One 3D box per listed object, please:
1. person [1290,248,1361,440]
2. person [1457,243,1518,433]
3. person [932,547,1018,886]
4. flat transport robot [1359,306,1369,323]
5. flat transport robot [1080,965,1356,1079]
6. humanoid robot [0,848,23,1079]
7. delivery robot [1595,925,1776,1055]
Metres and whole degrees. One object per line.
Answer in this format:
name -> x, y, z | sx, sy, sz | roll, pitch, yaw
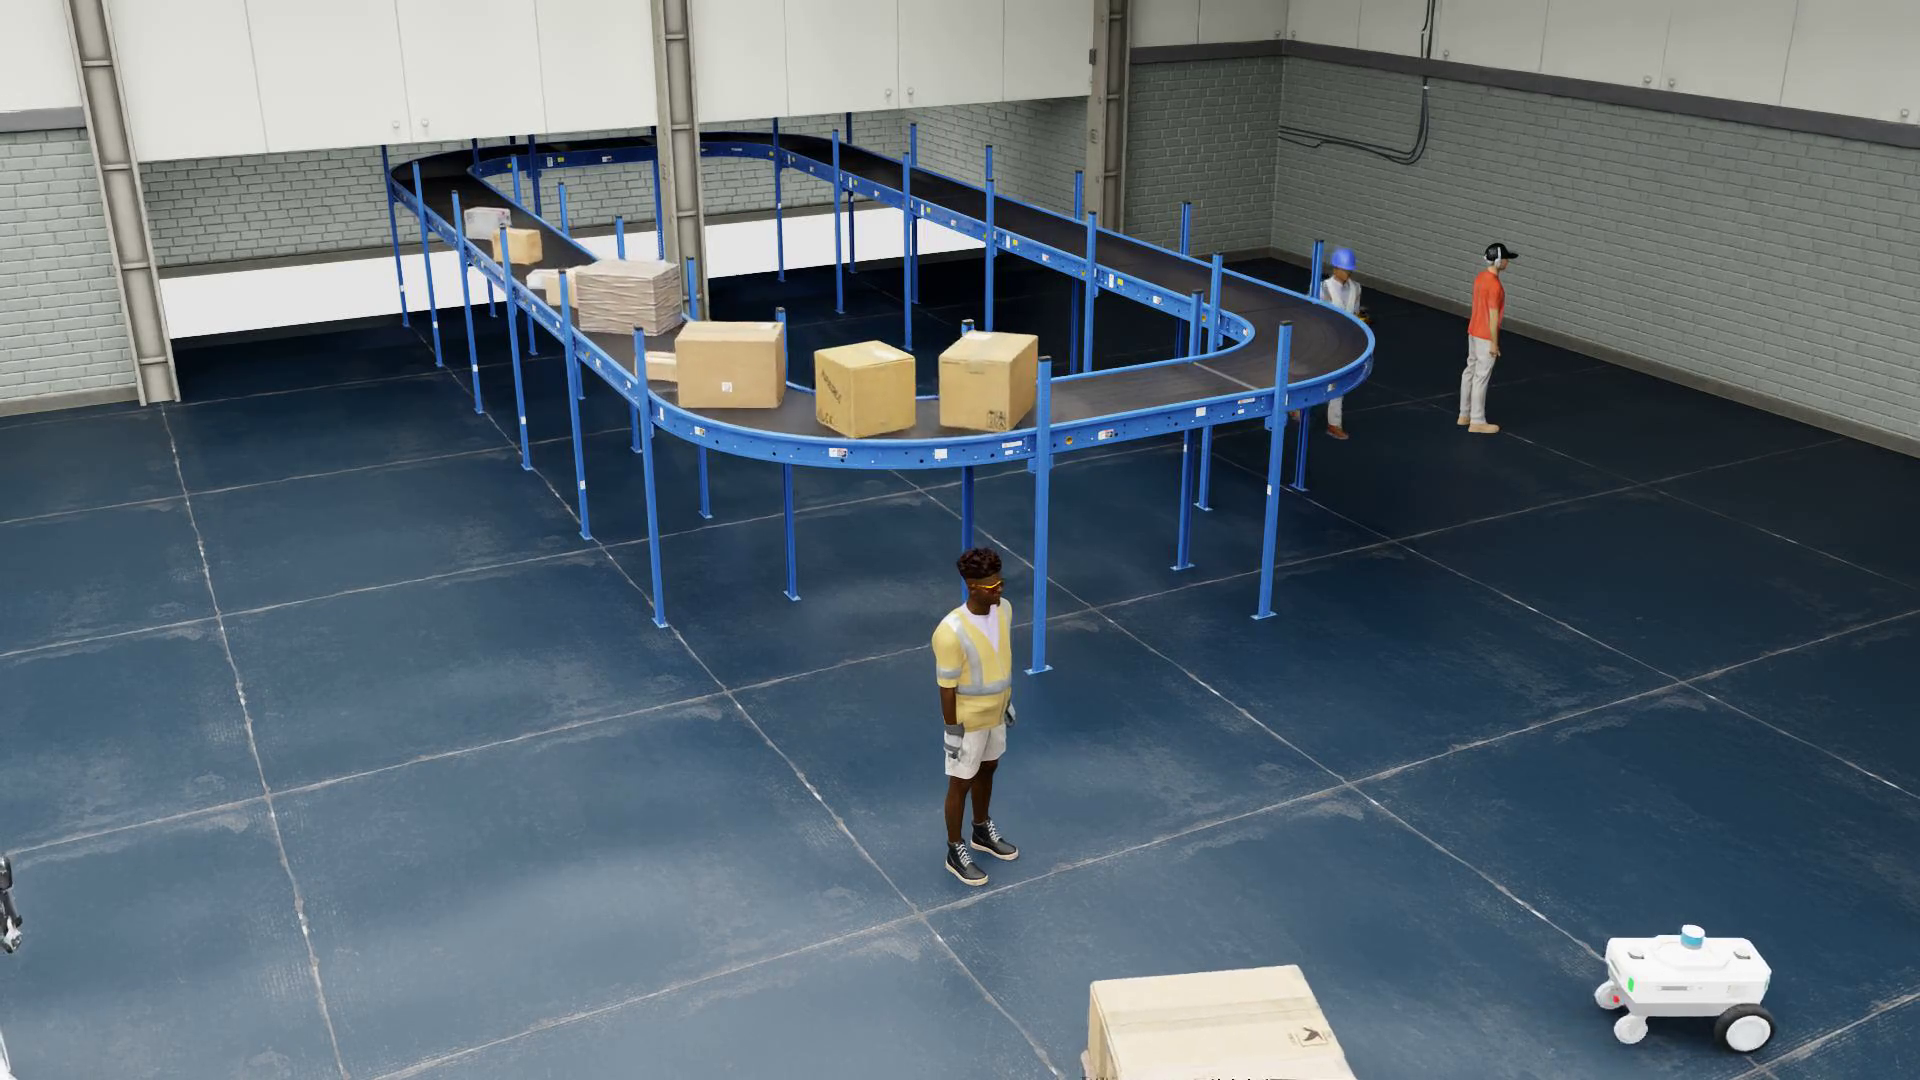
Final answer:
person -> 3.665, -1.978, 16.551 | 0.618, 1.928, 0.630 | -11, 25, -26
person -> 5.306, -2.037, 16.724 | 0.396, 1.912, 0.474 | -2, 22, -6
person -> 0.105, 0.957, 9.250 | 0.366, 1.966, 0.606 | 15, 27, 33
flat transport robot -> 4.348, -2.837, 20.888 | 1.431, 0.231, 0.659 | 11, 25, 26
flat transport robot -> 1.090, 2.764, 7.044 | 1.431, 0.231, 0.659 | -3, 22, -7
humanoid robot -> -4.685, 1.777, 7.611 | 0.853, 1.852, 0.549 | 16, 27, 35
delivery robot -> 3.574, 2.172, 8.149 | 0.796, 0.612, 0.499 | 0, 22, 0
